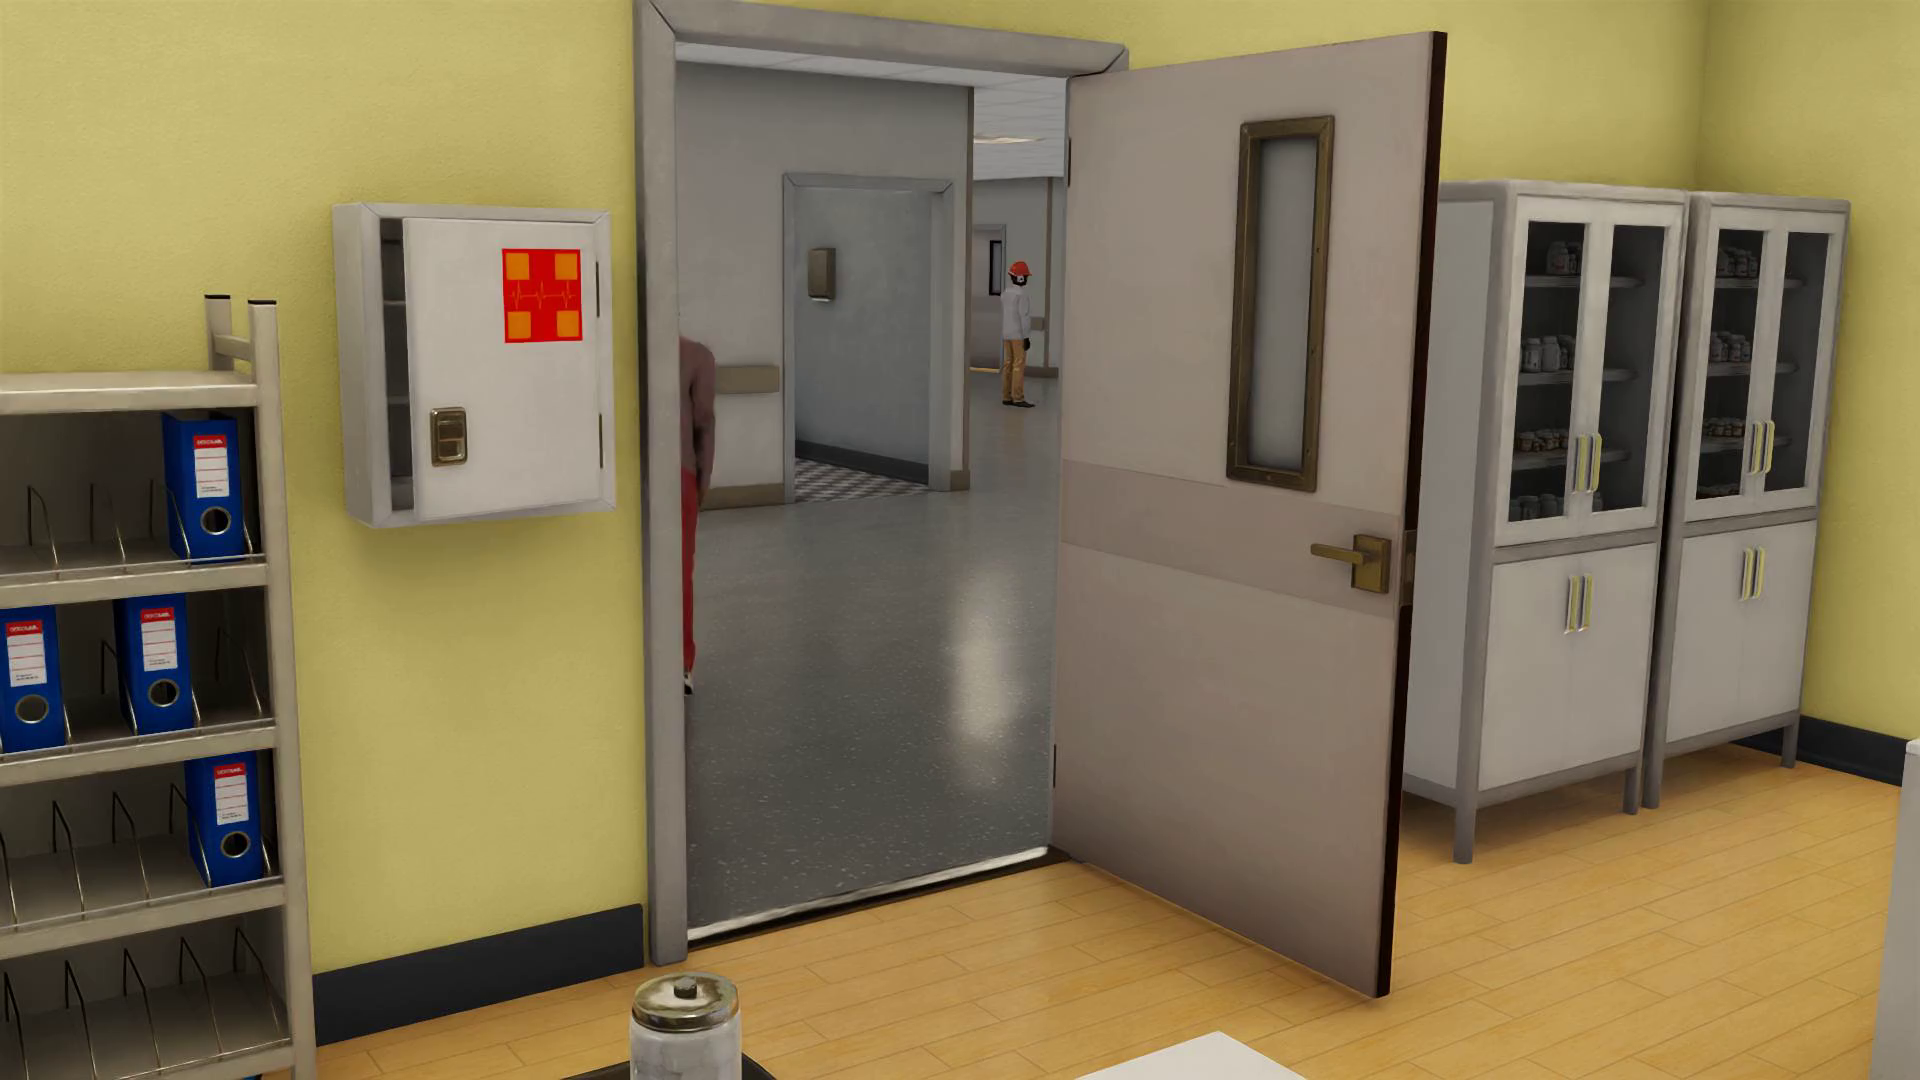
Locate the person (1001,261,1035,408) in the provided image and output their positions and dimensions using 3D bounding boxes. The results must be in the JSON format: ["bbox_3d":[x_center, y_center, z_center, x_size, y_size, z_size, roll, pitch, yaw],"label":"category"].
[{"bbox_3d":[0.704,-2.466,20.057,0.355,1.756,0.575,-4,11,-28],"label":"person"}]
